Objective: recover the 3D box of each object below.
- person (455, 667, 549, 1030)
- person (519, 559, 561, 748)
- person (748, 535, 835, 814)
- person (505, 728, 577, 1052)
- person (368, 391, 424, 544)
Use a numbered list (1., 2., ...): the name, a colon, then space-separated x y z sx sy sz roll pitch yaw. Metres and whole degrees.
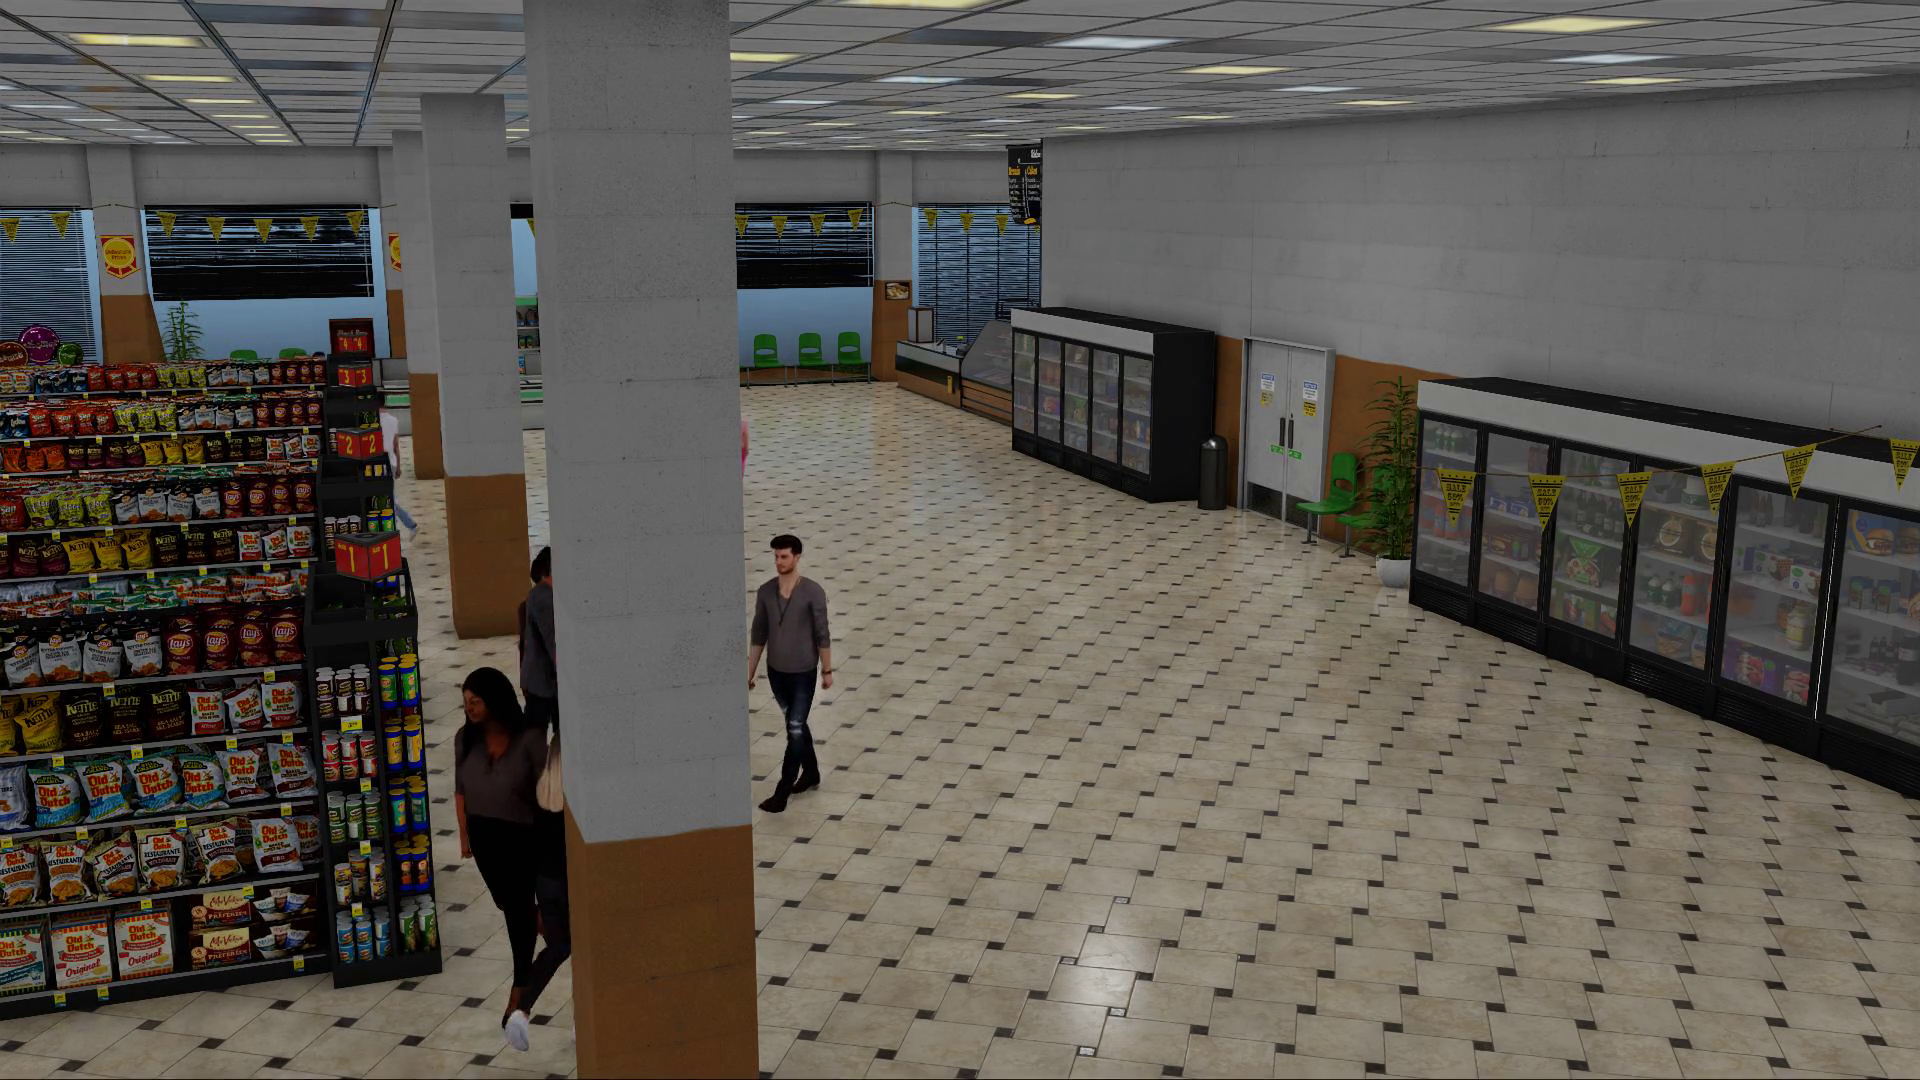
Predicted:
1. person: -2.304 1.524 8.600 1.174 1.799 1.045 1 12 4
2. person: -2.808 0.969 11.448 0.715 1.712 0.595 -4 13 -20
3. person: -1.102 0.889 11.457 1.160 1.865 1.219 5 13 24
4. person: -1.934 1.721 7.995 0.931 1.664 1.012 6 13 28
5. person: -6.760 -0.831 19.729 1.261 1.821 1.126 4 12 17
